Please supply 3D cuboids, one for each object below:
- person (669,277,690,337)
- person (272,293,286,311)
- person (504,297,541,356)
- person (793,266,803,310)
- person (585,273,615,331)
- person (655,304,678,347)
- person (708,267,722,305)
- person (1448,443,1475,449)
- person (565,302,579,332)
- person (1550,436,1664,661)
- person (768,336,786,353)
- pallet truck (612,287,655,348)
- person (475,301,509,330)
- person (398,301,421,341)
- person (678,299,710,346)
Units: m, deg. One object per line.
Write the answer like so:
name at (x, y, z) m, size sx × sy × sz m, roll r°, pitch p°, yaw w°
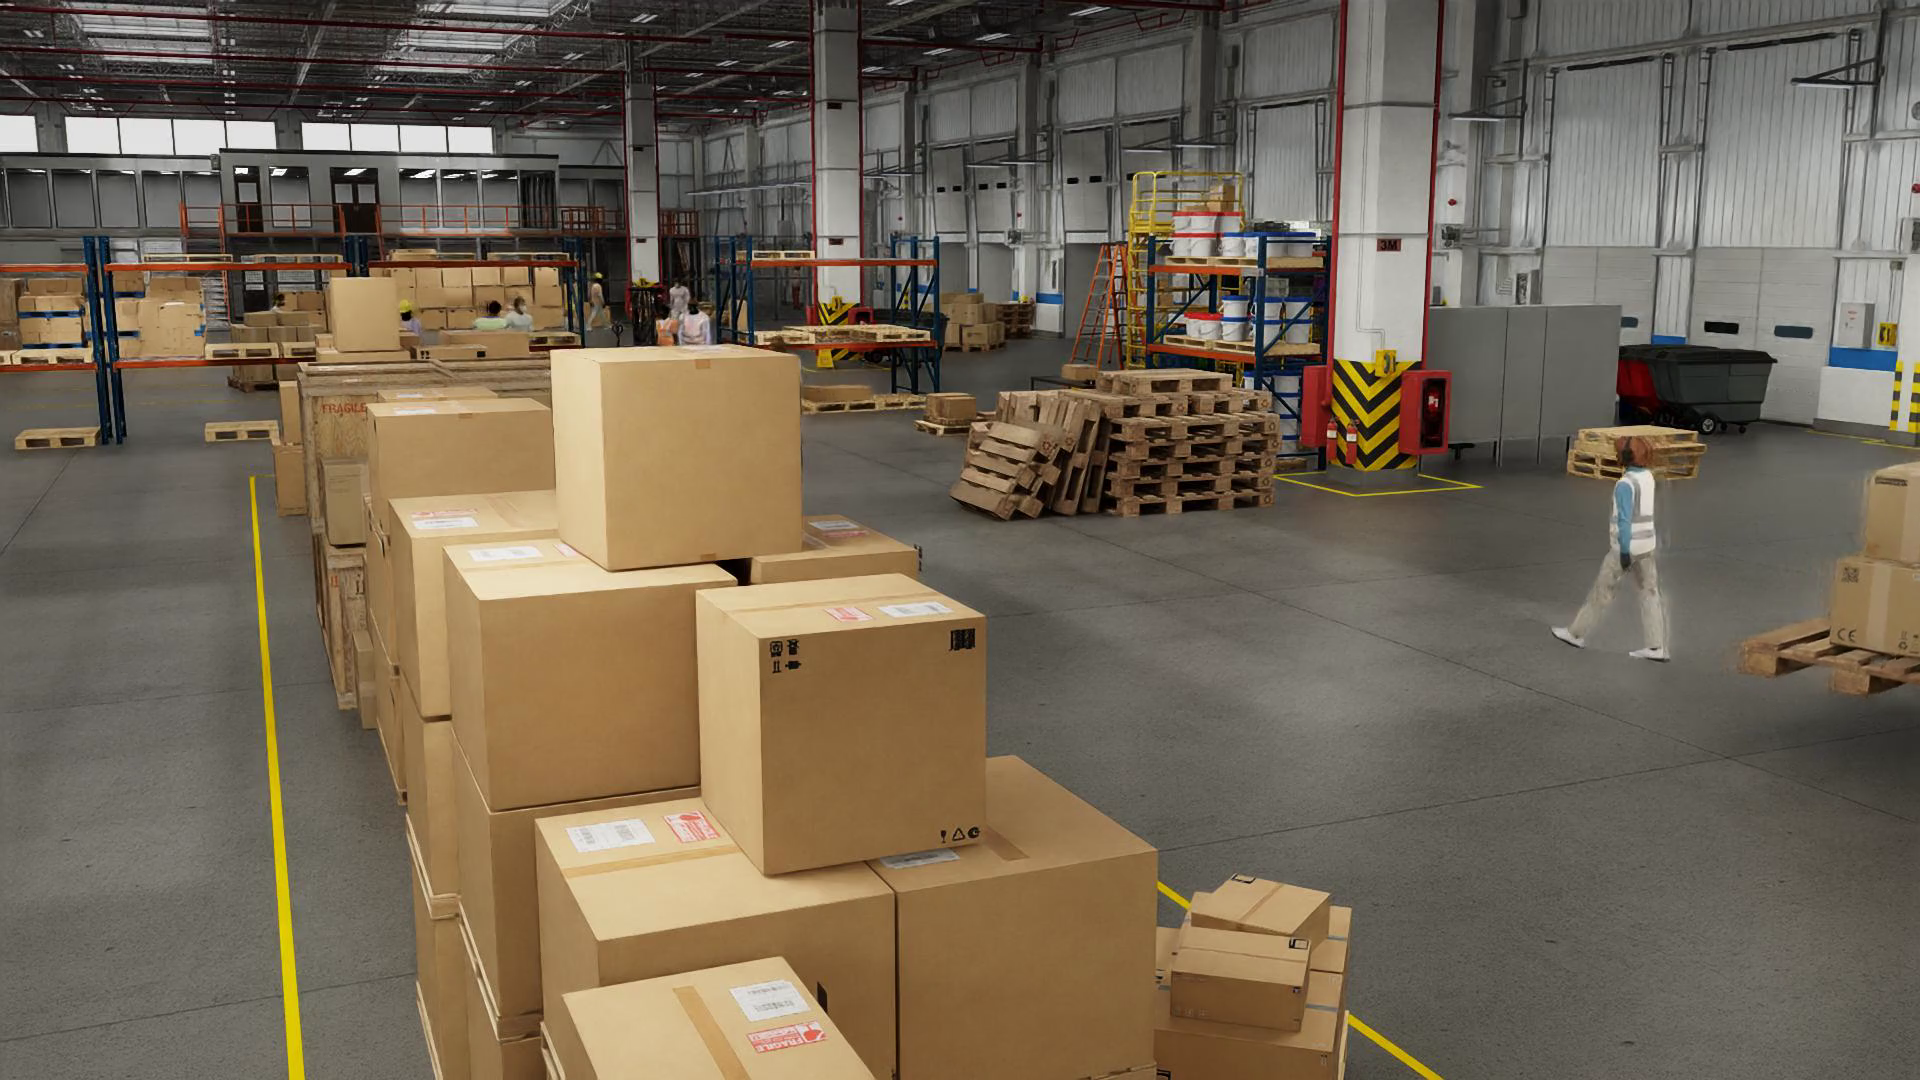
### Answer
person at (-7.957, -6.497, 47.210) m, size 0.673 × 1.888 × 0.897 m, roll 2°, pitch 10°, yaw 11°
person at (-14.609, -4.393, 35.748) m, size 0.401 × 1.848 × 0.583 m, roll -3°, pitch 11°, yaw -14°
person at (-8.083, -3.548, 30.917) m, size 0.918 × 1.899 × 0.653 m, roll 6°, pitch 12°, yaw 31°
person at (-6.817, -10.619, 69.652) m, size 0.379 × 1.996 × 0.611 m, roll -4°, pitch 11°, yaw -20°
person at (-11.788, -7.748, 54.179) m, size 1.008 × 1.877 × 0.609 m, roll -4°, pitch 11°, yaw -23°
person at (-5.991, -3.968, 33.864) m, size 0.575 × 1.669 × 0.372 m, roll 5°, pitch 12°, yaw 28°
person at (-10.225, -10.480, 69.383) m, size 0.627 × 1.820 × 0.710 m, roll 5°, pitch 11°, yaw 25°
person at (7.193, -2.268, 23.772) m, size 0.552 × 1.942 × 0.342 m, roll -9°, pitch 14°, yaw -40°
person at (-7.604, -3.861, 33.118) m, size 0.636 × 1.722 × 0.511 m, roll -8°, pitch 13°, yaw -36°
person at (4.727, 0.047, 11.962) m, size 0.514 × 1.598 × 0.848 m, roll -9°, pitch 14°, yaw -40°
person at (-2.226, -1.653, 20.821) m, size 0.532 × 1.800 × 0.991 m, roll -4°, pitch 11°, yaw -20°
pallet truck at (-6.464, -4.406, 35.401) m, size 0.823 × 1.965 × 1.885 m, roll 6°, pitch 12°, yaw 32°
person at (-8.349, -3.268, 29.477) m, size 0.744 × 1.887 × 0.390 m, roll -2°, pitch 10°, yaw -11°
person at (-9.838, -3.337, 29.789) m, size 0.601 × 1.895 × 0.612 m, roll 8°, pitch 13°, yaw 39°
person at (-5.188, -3.758, 32.311) m, size 0.654 × 1.819 × 0.756 m, roll 1°, pitch 10°, yaw 4°
